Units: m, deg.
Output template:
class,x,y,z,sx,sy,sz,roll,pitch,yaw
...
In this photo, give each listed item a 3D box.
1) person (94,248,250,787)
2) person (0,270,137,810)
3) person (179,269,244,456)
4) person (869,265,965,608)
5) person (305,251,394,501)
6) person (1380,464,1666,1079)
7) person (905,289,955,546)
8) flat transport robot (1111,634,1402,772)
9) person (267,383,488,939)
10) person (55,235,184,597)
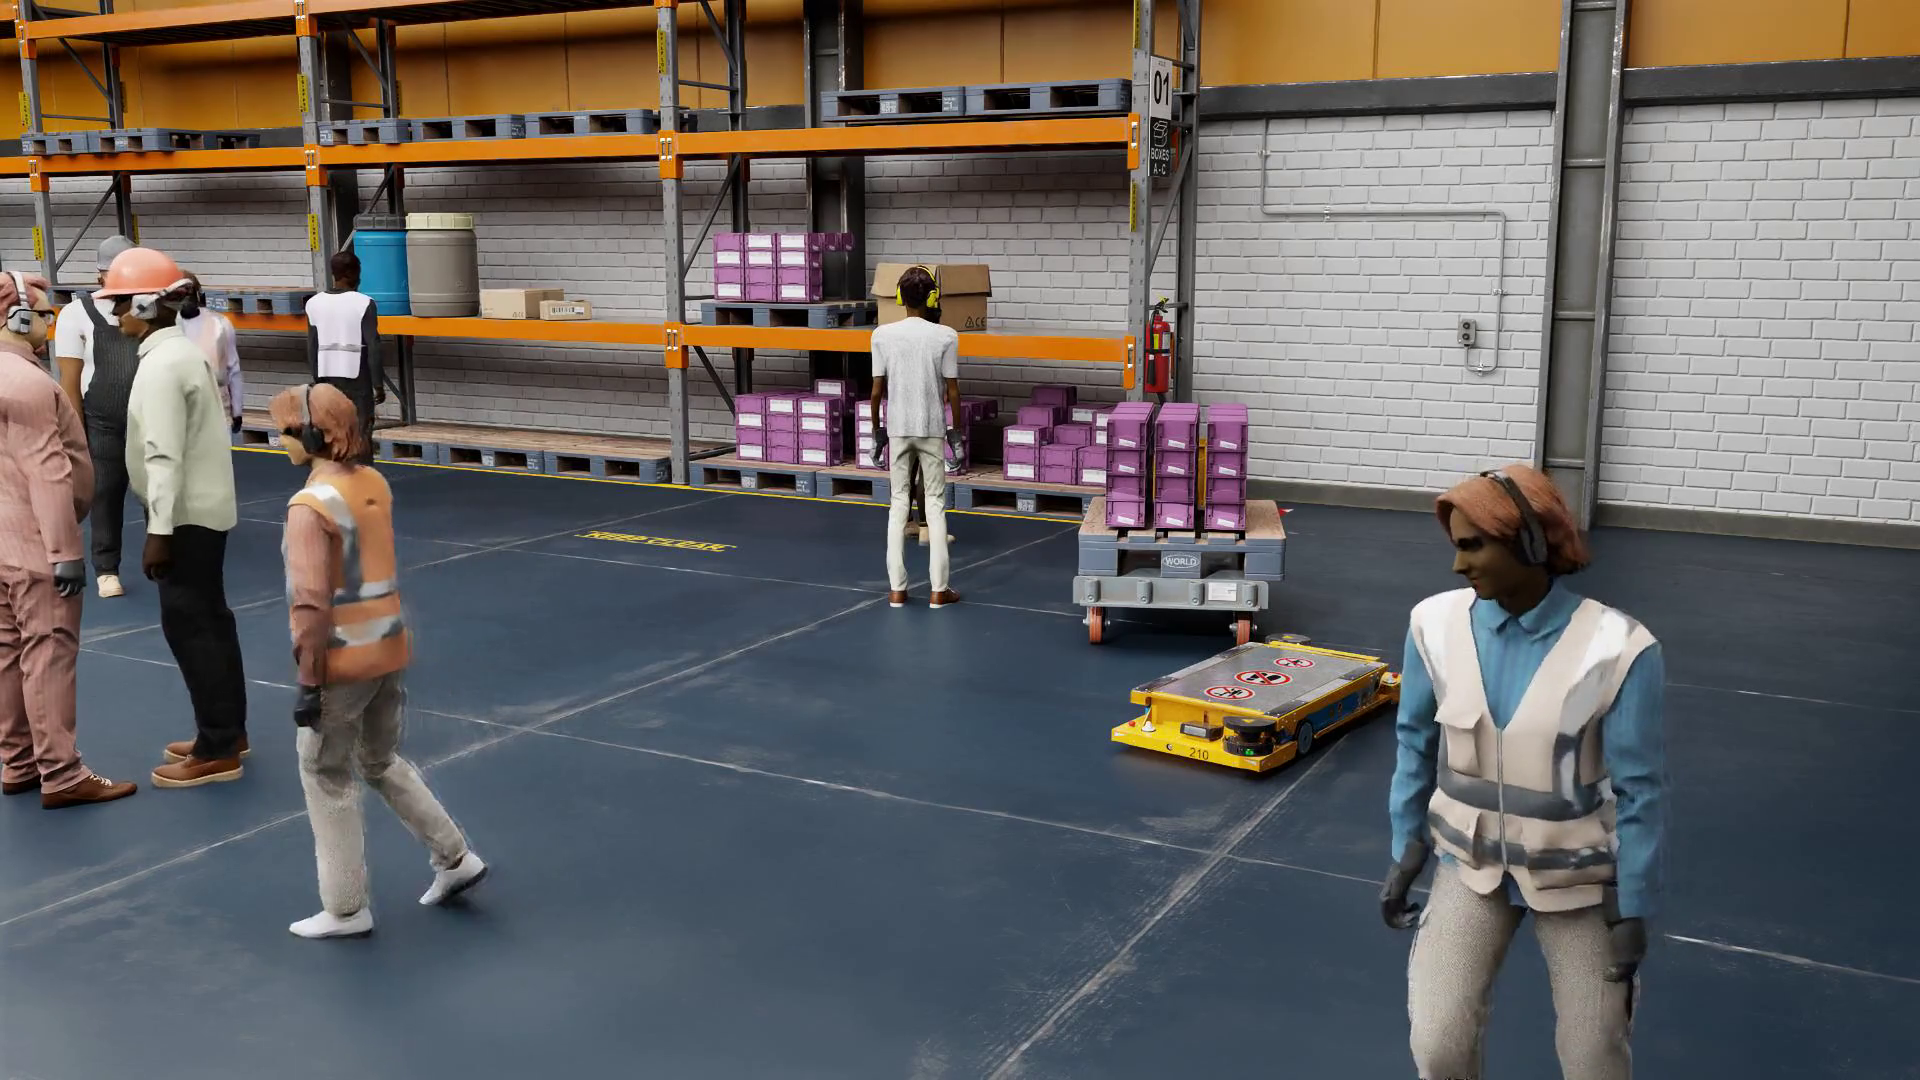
class,x,y,z,sx,sy,sz,roll,pitch,yaw
person,-2.922,-0.083,6.196,0.429,1.983,0.638,-3,11,-16
person,-3.293,0.003,5.934,0.638,1.906,0.408,8,13,37
person,-5.009,-0.847,10.831,0.637,1.826,0.667,-8,13,-37
person,-0.237,-0.557,9.097,0.532,1.868,0.310,2,11,10
person,-4.620,-1.205,12.535,0.590,1.911,0.386,3,11,15
person,1.052,0.657,3.147,0.519,1.610,0.440,9,14,40
person,-0.240,-0.815,10.981,0.316,1.695,0.541,-6,12,-30
flat transport robot,1.285,0.644,6.894,0.652,0.197,1.431,8,13,37
person,-1.721,0.367,4.749,0.444,1.632,0.545,1,10,6
person,-4.683,-0.705,9.439,0.687,2.000,0.535,-10,14,-43
